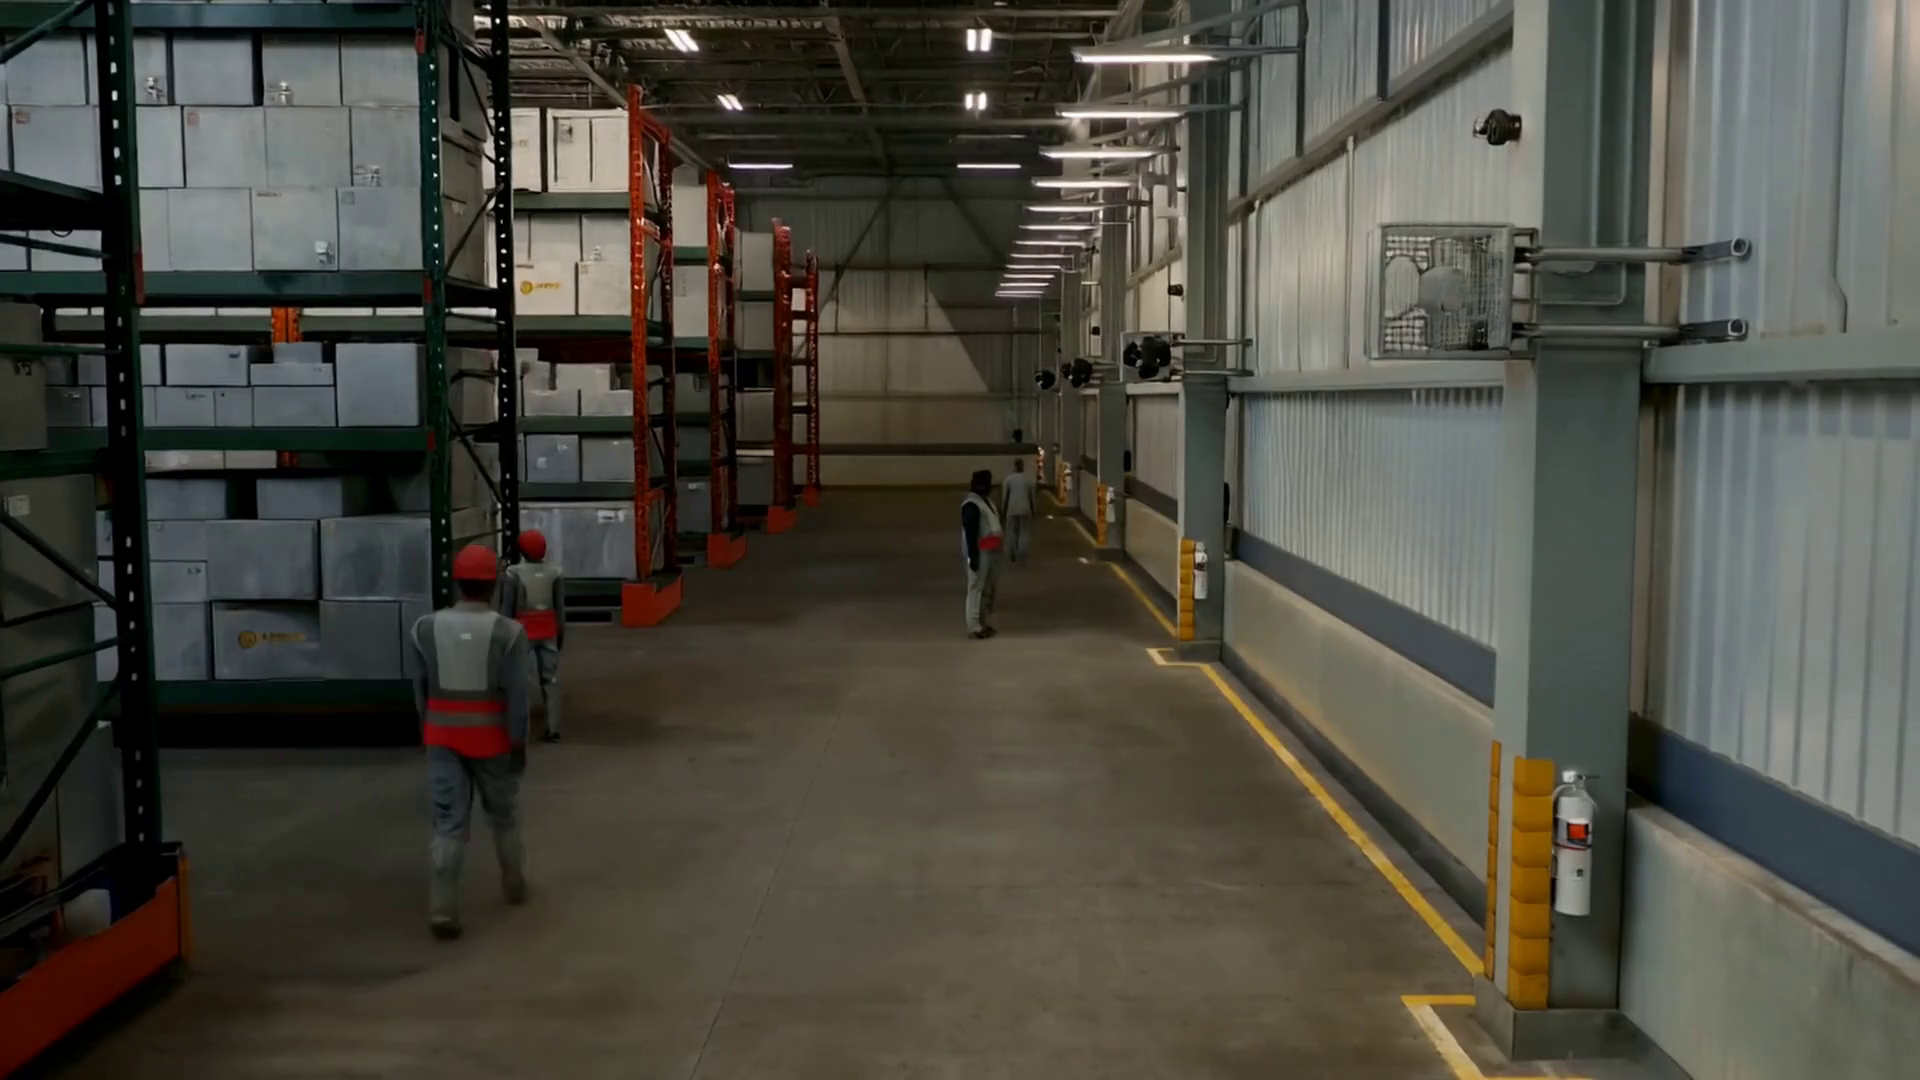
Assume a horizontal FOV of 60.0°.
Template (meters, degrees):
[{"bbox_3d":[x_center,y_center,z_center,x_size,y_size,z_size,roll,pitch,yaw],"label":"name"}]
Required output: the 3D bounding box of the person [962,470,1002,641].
[{"bbox_3d":[0.241,0.164,17.989,0.429,1.842,0.636,1,5,15],"label":"person"}]

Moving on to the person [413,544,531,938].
[{"bbox_3d":[-2.436,0.970,8.325,0.603,1.897,0.992,0,5,-2],"label":"person"}]

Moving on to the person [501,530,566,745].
[{"bbox_3d":[-3.214,0.737,12.559,0.524,1.634,0.313,-4,6,-40],"label":"person"}]

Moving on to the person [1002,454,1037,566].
[{"bbox_3d":[0.913,-0.461,25.789,0.573,1.746,0.346,-1,5,-16],"label":"person"}]
